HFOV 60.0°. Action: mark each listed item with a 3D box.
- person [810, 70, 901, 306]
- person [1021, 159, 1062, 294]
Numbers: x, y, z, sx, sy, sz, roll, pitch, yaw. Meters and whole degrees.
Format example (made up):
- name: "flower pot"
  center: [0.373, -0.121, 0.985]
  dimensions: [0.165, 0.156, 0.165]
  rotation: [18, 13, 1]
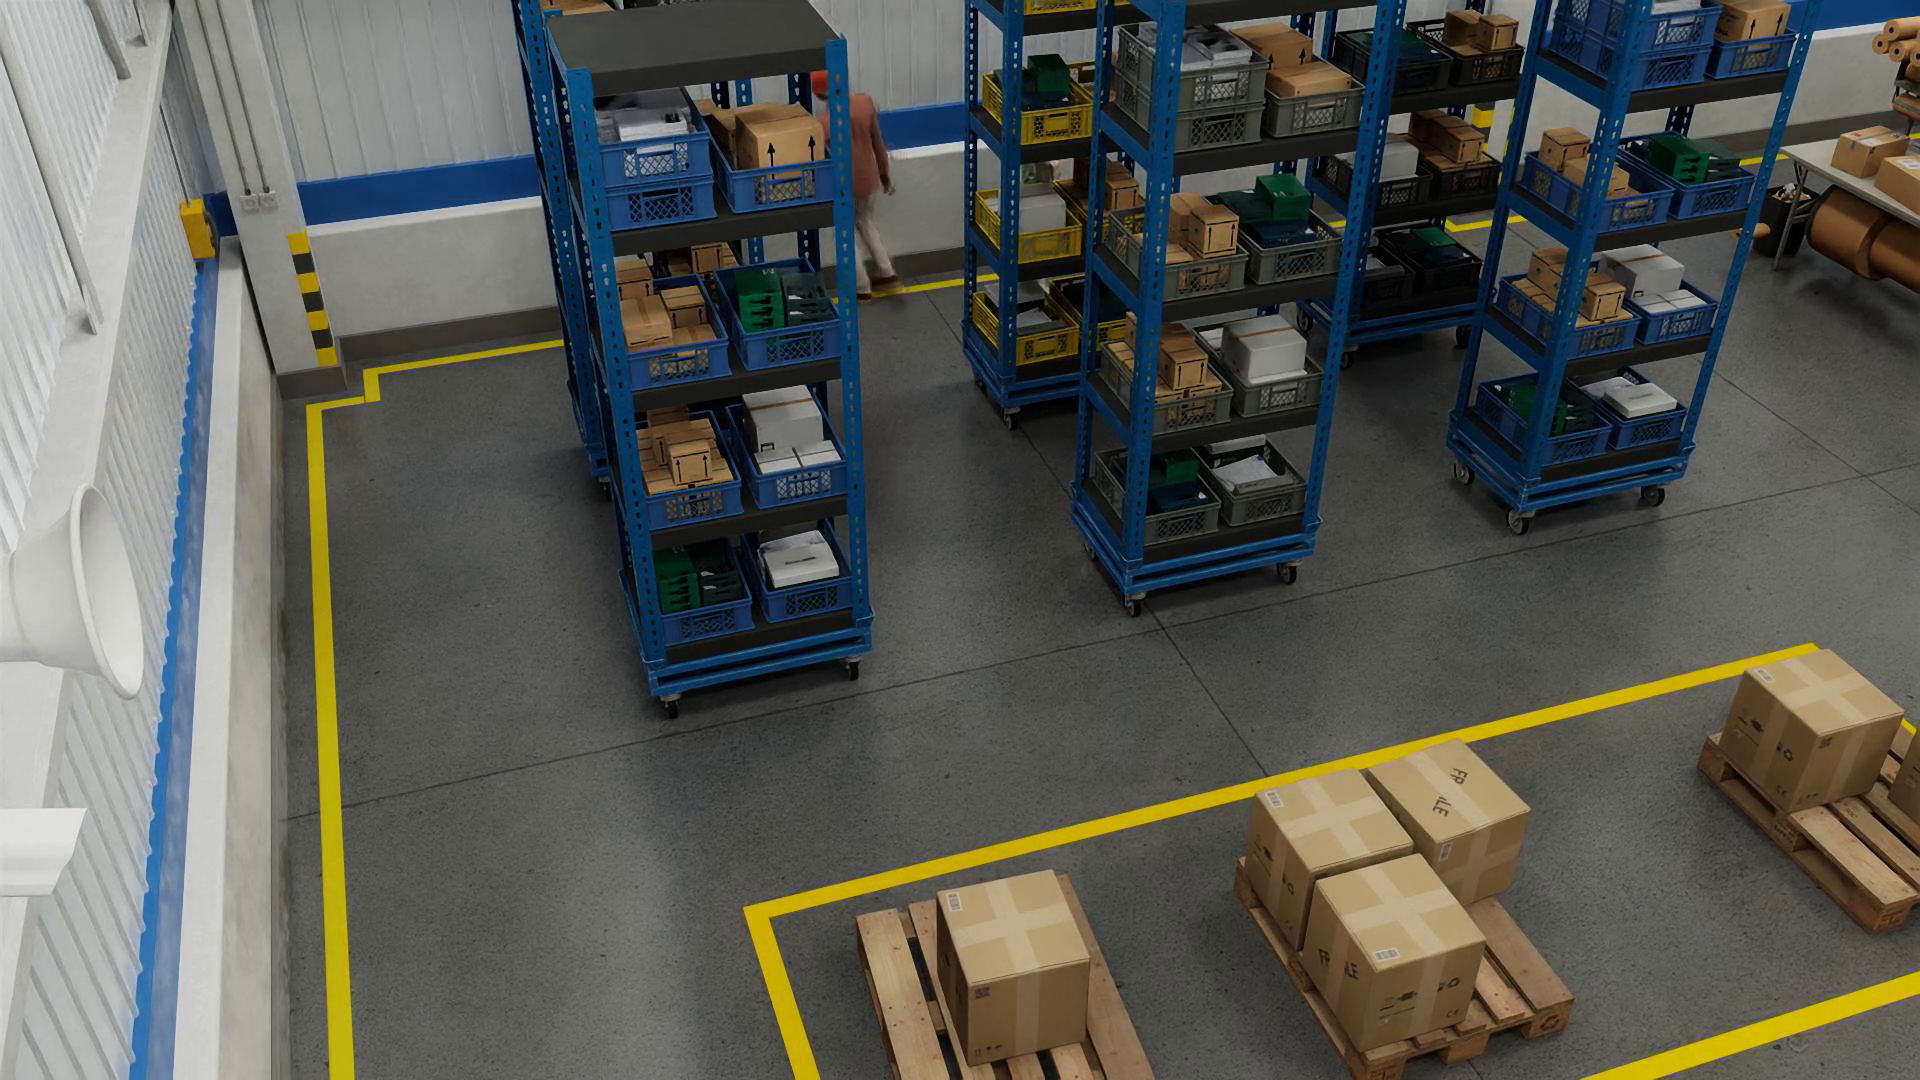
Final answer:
- name: "person"
  center: [-0.843, -2.642, 12.346]
  dimensions: [0.401, 1.937, 0.696]
  rotation: [29, 44, 35]
- name: "person"
  center: [0.591, -2.503, 12.395]
  dimensions: [0.306, 1.645, 0.522]
  rotation: [14, 38, 19]
